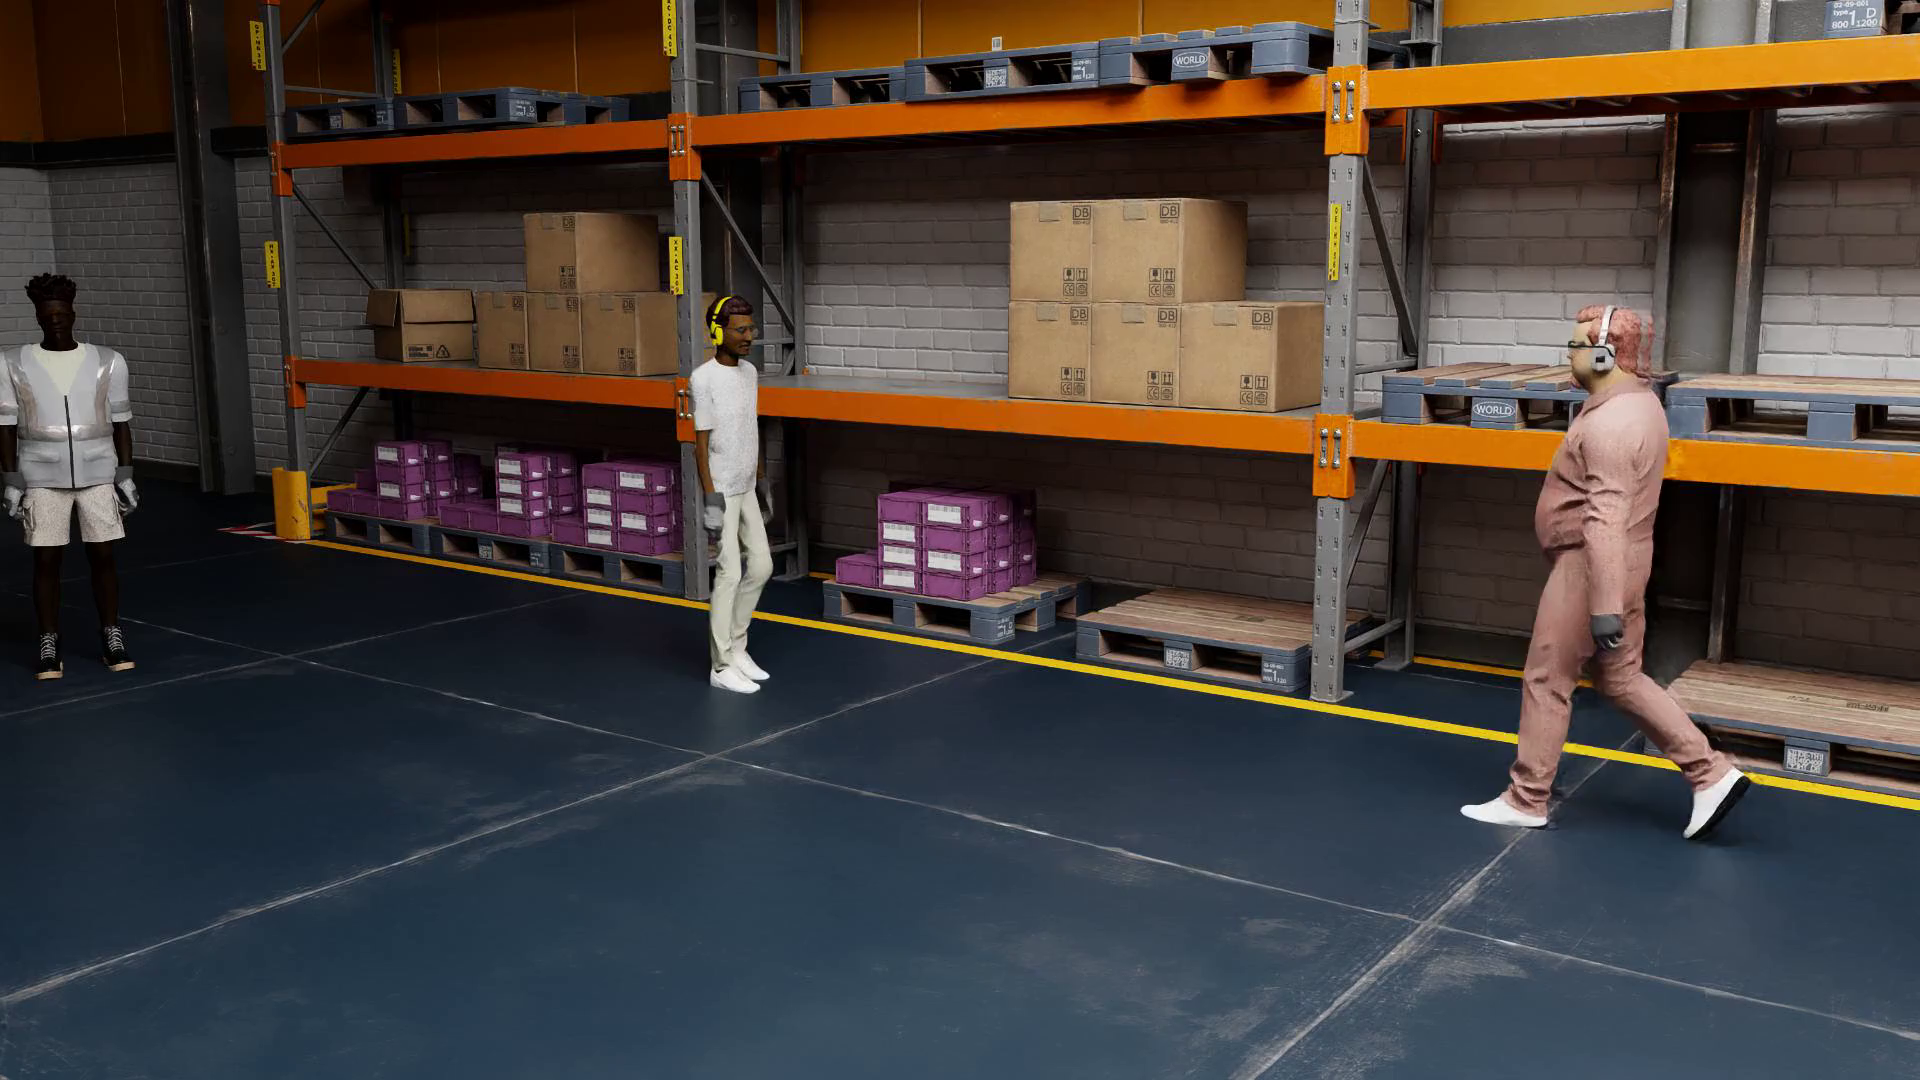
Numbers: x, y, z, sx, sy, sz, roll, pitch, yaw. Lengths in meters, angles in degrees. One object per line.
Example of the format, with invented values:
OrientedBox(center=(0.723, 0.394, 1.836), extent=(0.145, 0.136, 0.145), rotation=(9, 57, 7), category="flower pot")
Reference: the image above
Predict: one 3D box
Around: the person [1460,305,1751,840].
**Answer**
OrientedBox(center=(2.272, 0.130, 5.766), extent=(0.866, 1.883, 0.645), rotation=(7, 12, 34), category="person")

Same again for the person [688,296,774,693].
OrientedBox(center=(-1.072, -0.215, 7.847), extent=(0.377, 1.861, 0.559), rotation=(4, 10, 23), category="person")

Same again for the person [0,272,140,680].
OrientedBox(center=(-4.344, -0.311, 8.113), extent=(0.608, 1.965, 0.365), rotation=(-6, 11, -33), category="person")
